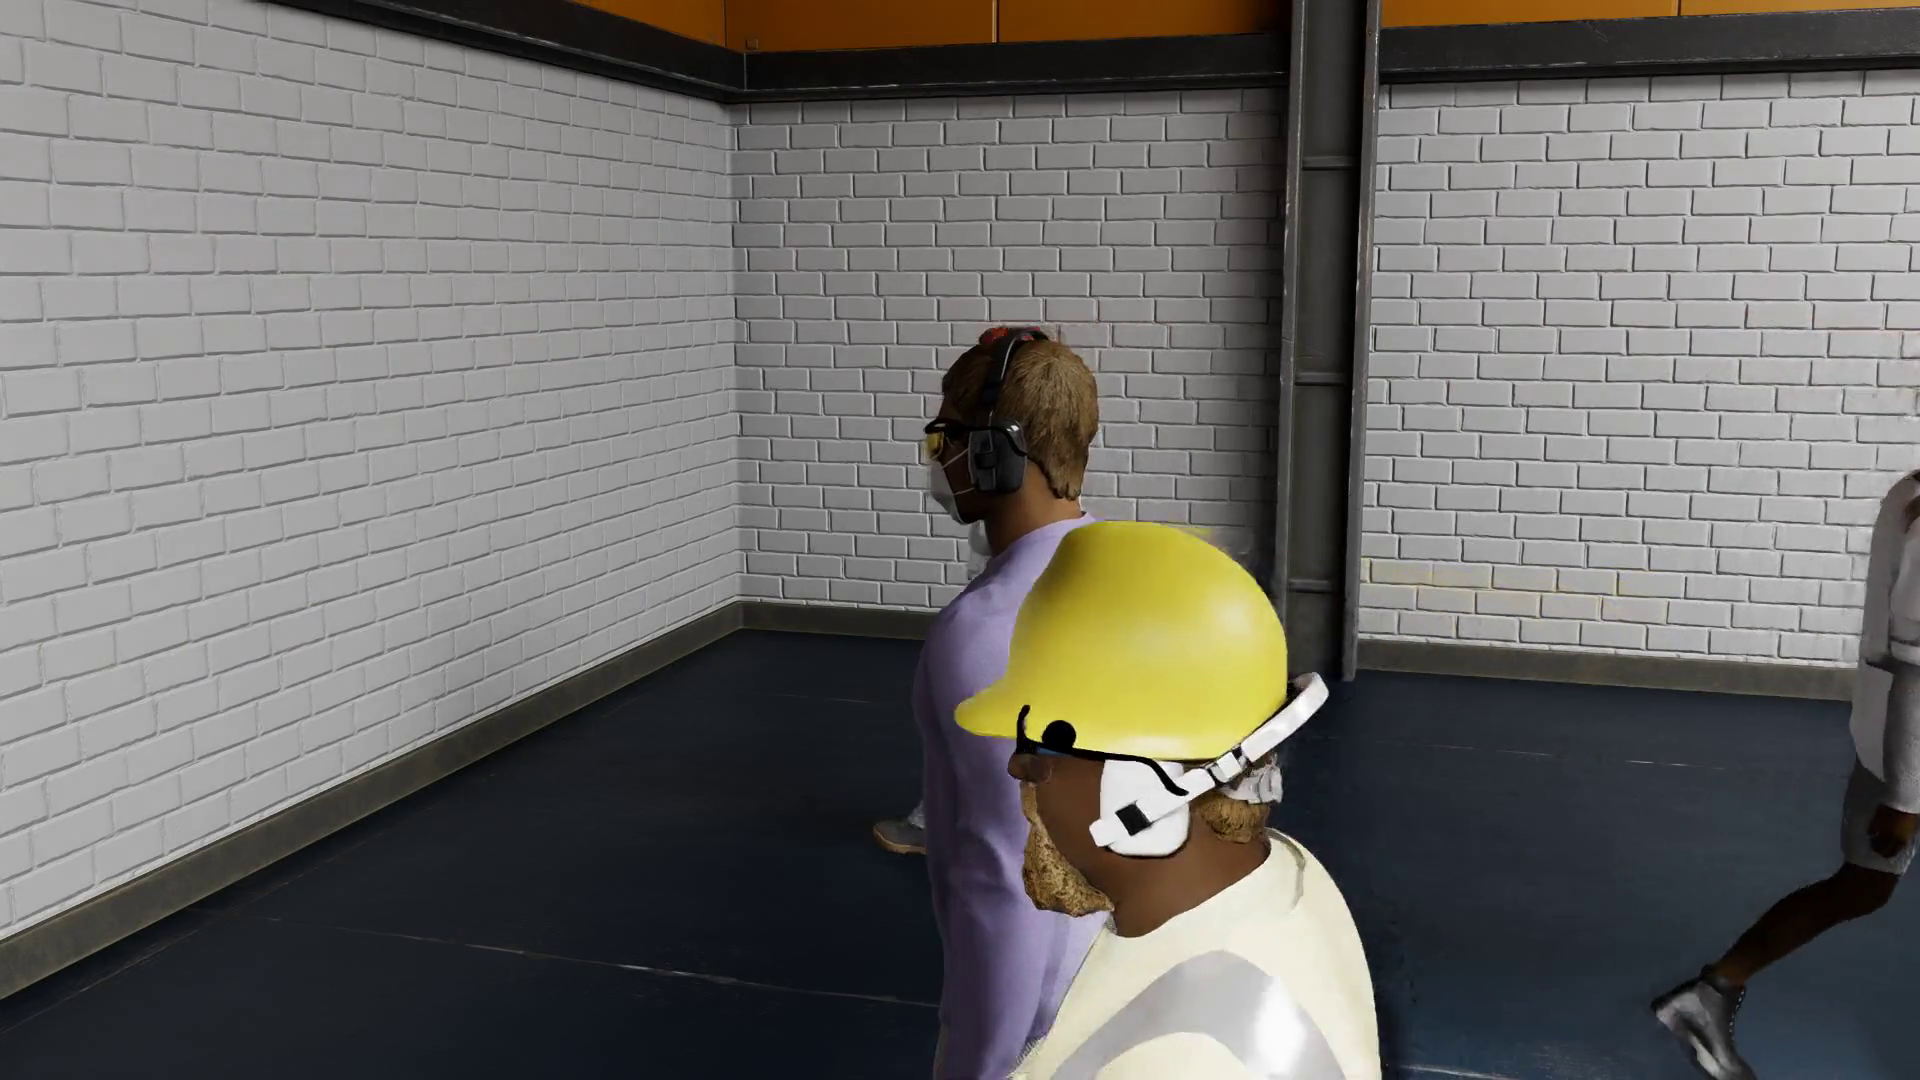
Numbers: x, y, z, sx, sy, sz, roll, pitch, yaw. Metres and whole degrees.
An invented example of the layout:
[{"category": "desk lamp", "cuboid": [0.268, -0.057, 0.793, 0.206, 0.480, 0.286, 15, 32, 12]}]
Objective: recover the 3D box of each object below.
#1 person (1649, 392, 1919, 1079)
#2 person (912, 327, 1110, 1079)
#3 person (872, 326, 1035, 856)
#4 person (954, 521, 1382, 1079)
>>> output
[{"category": "person", "cuboid": [2.150, 0.457, 3.836, 0.929, 1.903, 0.534, 3, 10, 19]}, {"category": "person", "cuboid": [0.112, 0.666, 2.427, 0.366, 1.938, 0.630, 4, 10, 22]}, {"category": "person", "cuboid": [0.217, 0.205, 5.570, 0.999, 1.838, 0.587, 3, 10, 20]}, {"category": "person", "cuboid": [0.243, 0.881, 1.508, 0.547, 1.814, 0.594, 2, 10, 13]}]
